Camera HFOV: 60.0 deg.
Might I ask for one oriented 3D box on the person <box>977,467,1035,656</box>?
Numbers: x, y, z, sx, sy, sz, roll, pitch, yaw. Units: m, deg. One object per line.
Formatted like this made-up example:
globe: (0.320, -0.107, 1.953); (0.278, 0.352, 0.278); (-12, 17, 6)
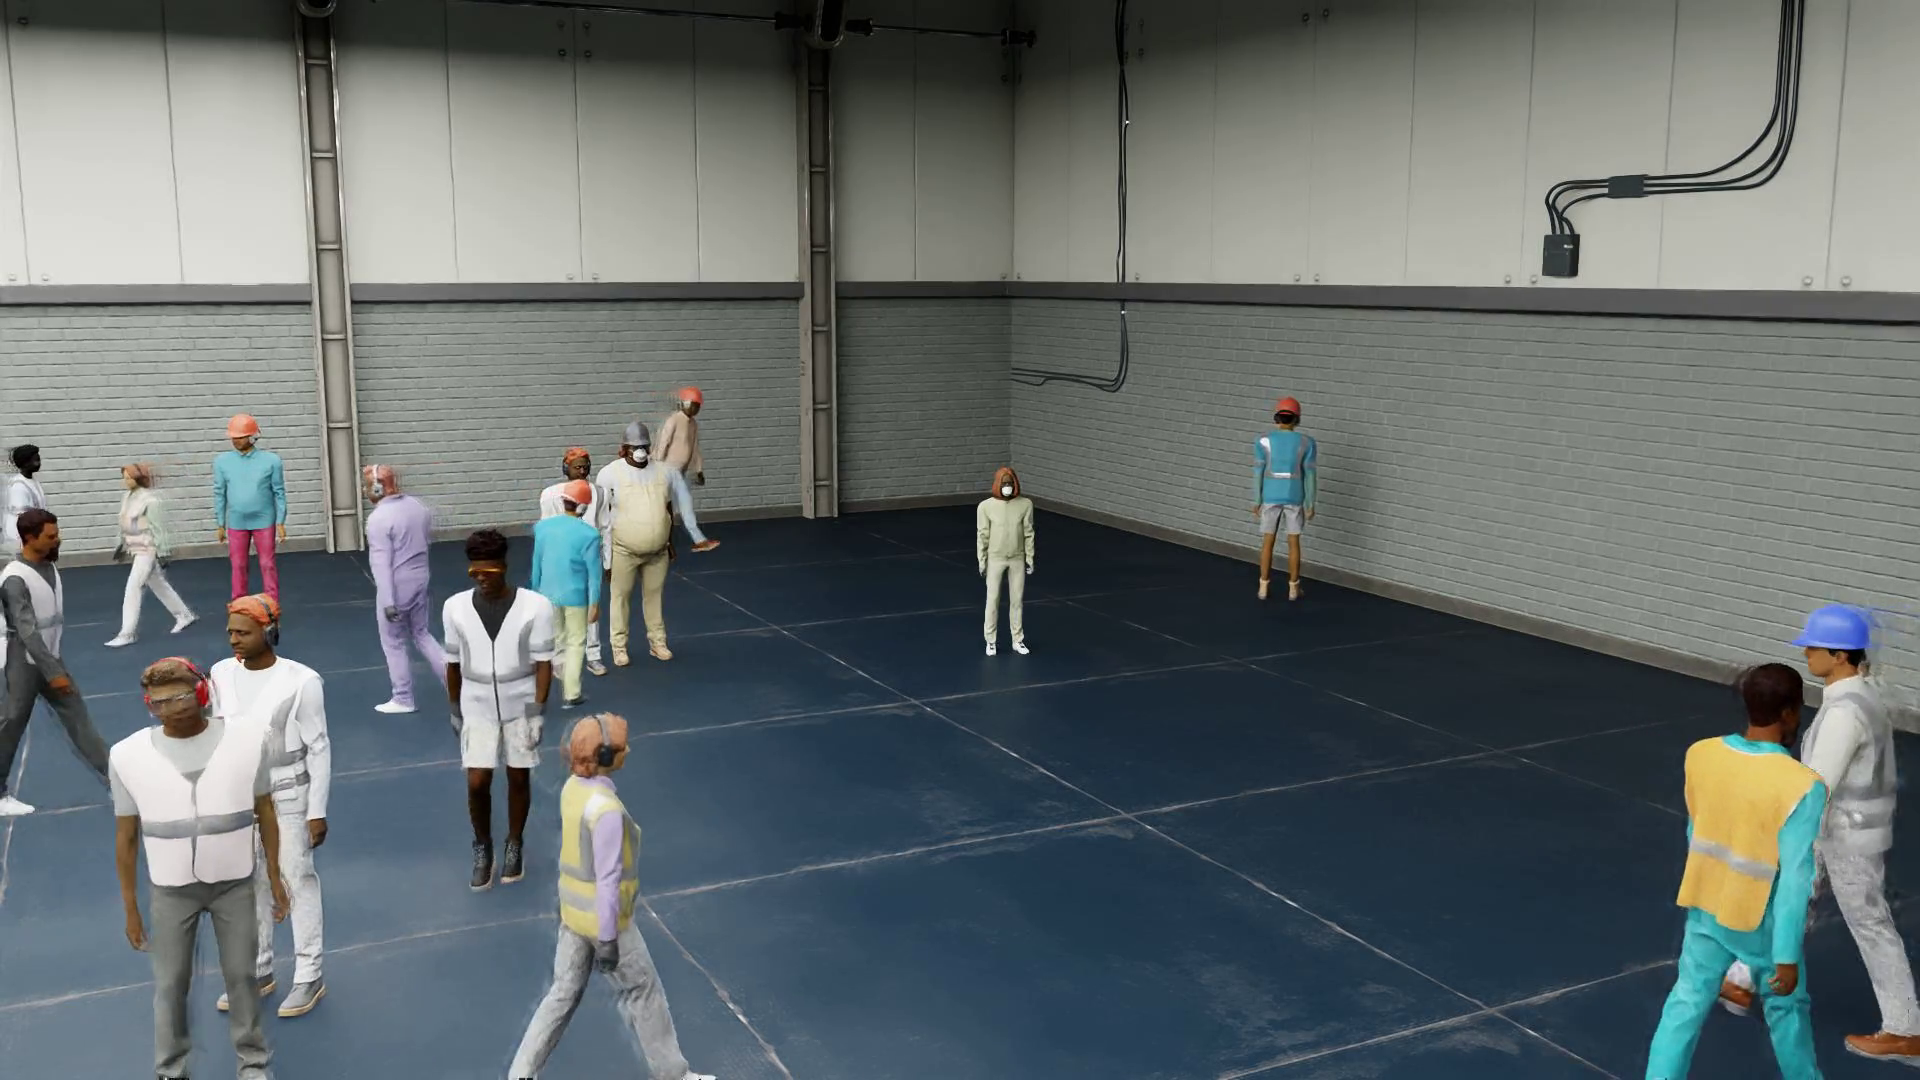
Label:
person: (0.390, 0.182, 14.188); (0.498, 1.627, 0.280); (-2, 9, -13)

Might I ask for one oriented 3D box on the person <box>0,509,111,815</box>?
person: (-5.444, 0.741, 9.993); (1.055, 1.859, 0.591); (-1, 9, -5)

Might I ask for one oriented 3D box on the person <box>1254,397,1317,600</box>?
person: (3.252, -0.413, 16.640); (0.623, 2.030, 0.448); (3, 10, 15)

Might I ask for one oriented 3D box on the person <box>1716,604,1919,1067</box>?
person: (3.627, 1.212, 6.984); (0.977, 1.895, 0.619); (5, 10, 26)

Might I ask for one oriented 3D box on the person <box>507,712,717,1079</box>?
person: (-1.409, 1.452, 6.457); (0.838, 1.602, 0.533); (-5, 11, -30)

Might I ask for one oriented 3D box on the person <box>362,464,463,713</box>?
person: (-4.064, 0.367, 12.286); (0.601, 1.876, 0.668); (2, 10, 14)

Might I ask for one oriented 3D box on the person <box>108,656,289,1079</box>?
person: (-2.951, 1.339, 6.447); (0.637, 1.827, 0.383); (-4, 10, -25)

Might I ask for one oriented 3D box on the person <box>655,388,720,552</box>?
person: (-3.246, -0.811, 19.405); (1.032, 1.910, 0.627); (2, 9, 14)

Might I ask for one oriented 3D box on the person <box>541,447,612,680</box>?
person: (-3.082, 0.185, 13.412); (0.576, 1.877, 0.347); (-5, 11, -30)

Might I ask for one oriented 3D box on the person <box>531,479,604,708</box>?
person: (-2.947, 0.410, 12.469); (0.601, 1.725, 0.547); (3, 10, 19)

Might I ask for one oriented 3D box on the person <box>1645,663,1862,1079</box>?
person: (2.953, 1.367, 6.161); (1.023, 1.862, 0.616); (-4, 10, -24)

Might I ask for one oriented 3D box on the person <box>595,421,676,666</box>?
person: (-2.664, 0.021, 13.902); (0.678, 2.000, 0.537); (-6, 11, -33)

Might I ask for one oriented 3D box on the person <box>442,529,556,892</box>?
person: (-2.431, 0.899, 8.801); (0.603, 1.934, 0.590); (-1, 9, -7)

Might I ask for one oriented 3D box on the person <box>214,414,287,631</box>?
person: (-6.457, -0.155, 15.148); (0.612, 1.987, 0.399); (-2, 9, -9)

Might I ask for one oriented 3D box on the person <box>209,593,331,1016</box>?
person: (-3.053, 1.164, 7.344); (0.575, 1.883, 0.362); (3, 10, 16)

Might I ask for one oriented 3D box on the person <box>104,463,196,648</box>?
person: (-7.221, 0.101, 14.771); (0.513, 1.595, 0.859); (8, 12, 41)

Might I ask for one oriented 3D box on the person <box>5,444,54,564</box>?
person: (-8.634, -0.052, 15.409); (0.352, 1.685, 0.572); (-3, 10, -17)
